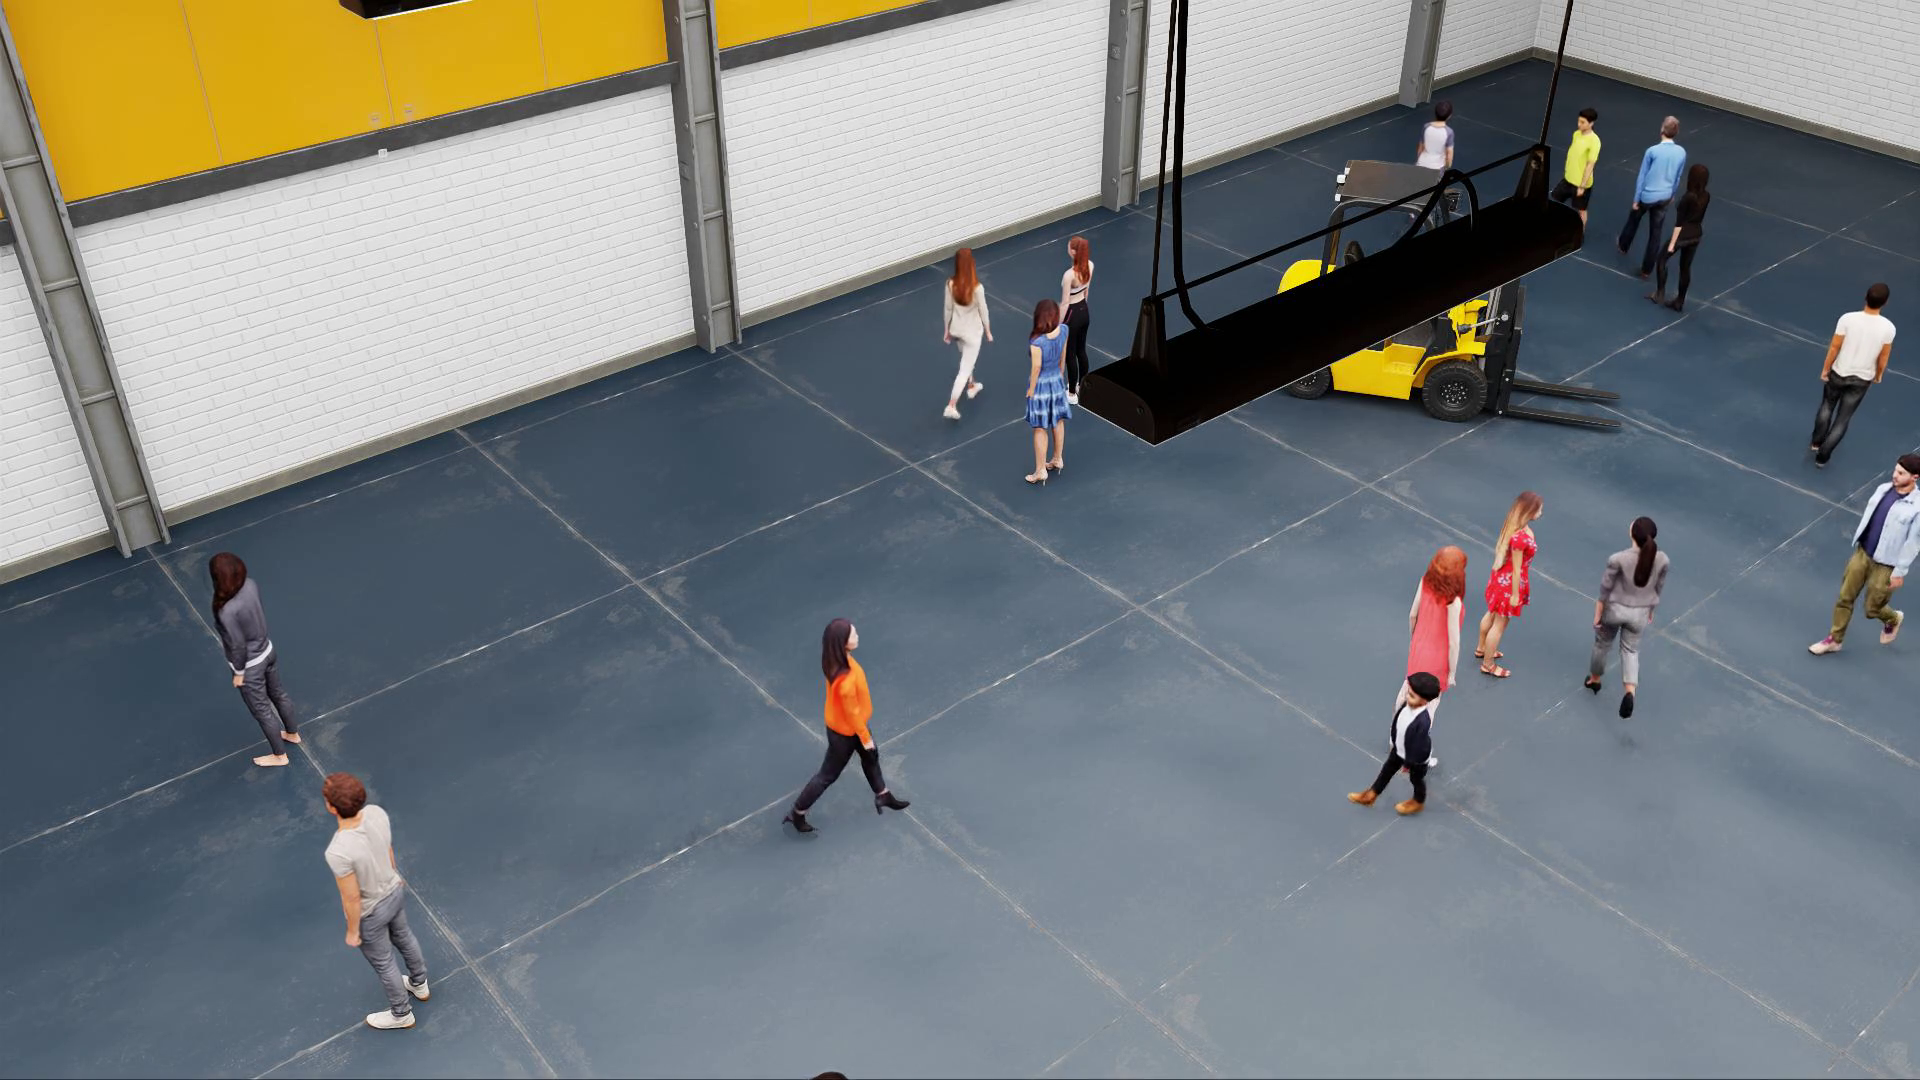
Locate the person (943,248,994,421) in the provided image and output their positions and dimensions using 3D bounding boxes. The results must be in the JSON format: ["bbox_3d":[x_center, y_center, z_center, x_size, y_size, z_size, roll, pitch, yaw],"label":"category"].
[{"bbox_3d":[0.026,-1.963,16.064,0.803,1.687,1.152,20,39,28],"label":"person"}]

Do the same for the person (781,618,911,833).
[{"bbox_3d":[-0.859,1.294,11.146,1.224,1.706,1.007,-5,34,-8],"label":"person"}]

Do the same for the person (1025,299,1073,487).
[{"bbox_3d":[0.772,-1.341,15.022,0.752,1.805,0.551,27,42,34],"label":"person"}]

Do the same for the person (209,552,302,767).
[{"bbox_3d":[-5.008,0.827,11.794,0.739,1.767,0.679,3,34,4],"label":"person"}]

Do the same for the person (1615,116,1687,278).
[{"bbox_3d":[7.888,-3.844,18.823,1.166,1.766,1.189,0,34,1],"label":"person"}]

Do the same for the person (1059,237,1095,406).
[{"bbox_3d":[1.138,-2.165,16.319,0.682,1.741,0.519,25,41,32],"label":"person"}]

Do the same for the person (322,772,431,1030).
[{"bbox_3d":[-3.428,2.114,9.741,0.801,1.898,0.699,8,35,12],"label":"person"}]

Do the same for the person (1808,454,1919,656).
[{"bbox_3d":[7.130,0.148,12.791,1.064,1.795,0.891,-11,35,-15],"label":"person"}]

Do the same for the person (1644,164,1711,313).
[{"bbox_3d":[7.920,-3.233,18.032,0.700,1.623,0.775,-13,36,-18],"label":"person"}]

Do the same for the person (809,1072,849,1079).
[{"bbox_3d":[-0.574,3.208,8.136,0.587,1.851,0.701,-19,38,-26],"label":"person"}]

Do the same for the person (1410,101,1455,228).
[{"bbox_3d":[5.652,-4.500,20.002,0.642,1.554,0.624,22,39,29],"label":"person"}]

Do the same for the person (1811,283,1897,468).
[{"bbox_3d":[8.148,-1.475,15.241,0.788,1.785,0.878,19,38,26],"label":"person"}]

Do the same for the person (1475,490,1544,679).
[{"bbox_3d":[4.183,0.314,12.724,0.720,1.592,0.658,3,34,5],"label":"person"}]

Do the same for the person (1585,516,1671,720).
[{"bbox_3d":[4.915,0.597,12.236,0.961,1.661,1.022,2,34,4],"label":"person"}]

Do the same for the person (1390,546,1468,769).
[{"bbox_3d":[3.319,0.817,11.756,0.603,1.826,0.655,-14,36,-20],"label":"person"}]

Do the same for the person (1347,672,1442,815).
[{"bbox_3d":[3.159,1.413,11.420,0.862,1.205,0.732,-5,34,-8],"label":"person"}]

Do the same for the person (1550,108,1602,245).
[{"bbox_3d":[7.327,-4.256,19.518,1.037,1.682,0.864,-10,35,-15],"label":"person"}]
